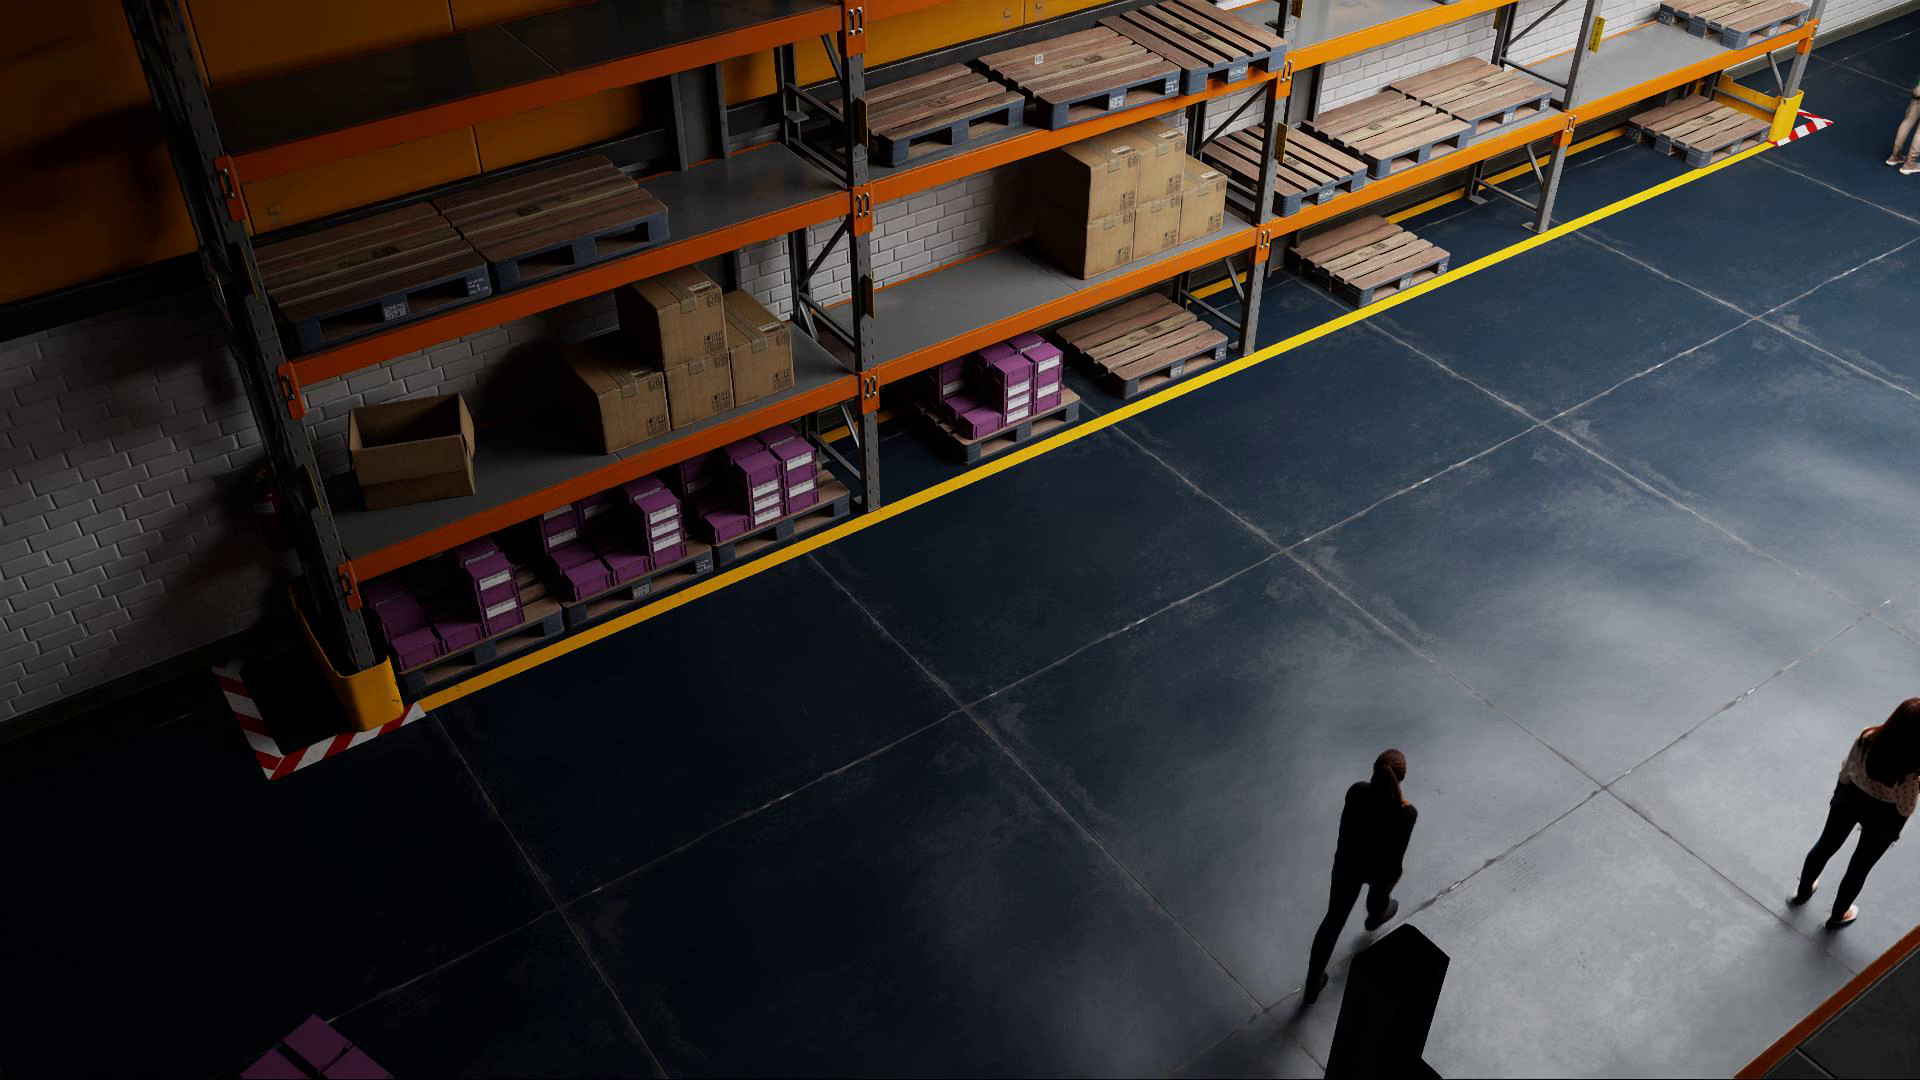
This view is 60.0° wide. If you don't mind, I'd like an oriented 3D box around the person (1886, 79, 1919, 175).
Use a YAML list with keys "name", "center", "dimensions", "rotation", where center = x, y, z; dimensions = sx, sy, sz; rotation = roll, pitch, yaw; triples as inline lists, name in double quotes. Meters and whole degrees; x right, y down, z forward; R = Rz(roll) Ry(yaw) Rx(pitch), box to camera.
- name: "person"
  center: [10.145, -4.668, 17.397]
  dimensions: [0.582, 1.649, 0.603]
  rotation: [-16, 41, -19]

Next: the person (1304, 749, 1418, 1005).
- name: "person"
  center: [2.187, 1.888, 9.166]
  dimensions: [0.820, 1.676, 1.224]
  rotation: [26, 45, 29]

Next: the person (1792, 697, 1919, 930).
- name: "person"
  center: [5.206, 1.550, 9.547]
  dimensions: [0.503, 1.729, 0.578]
  rotation: [-25, 45, -28]
